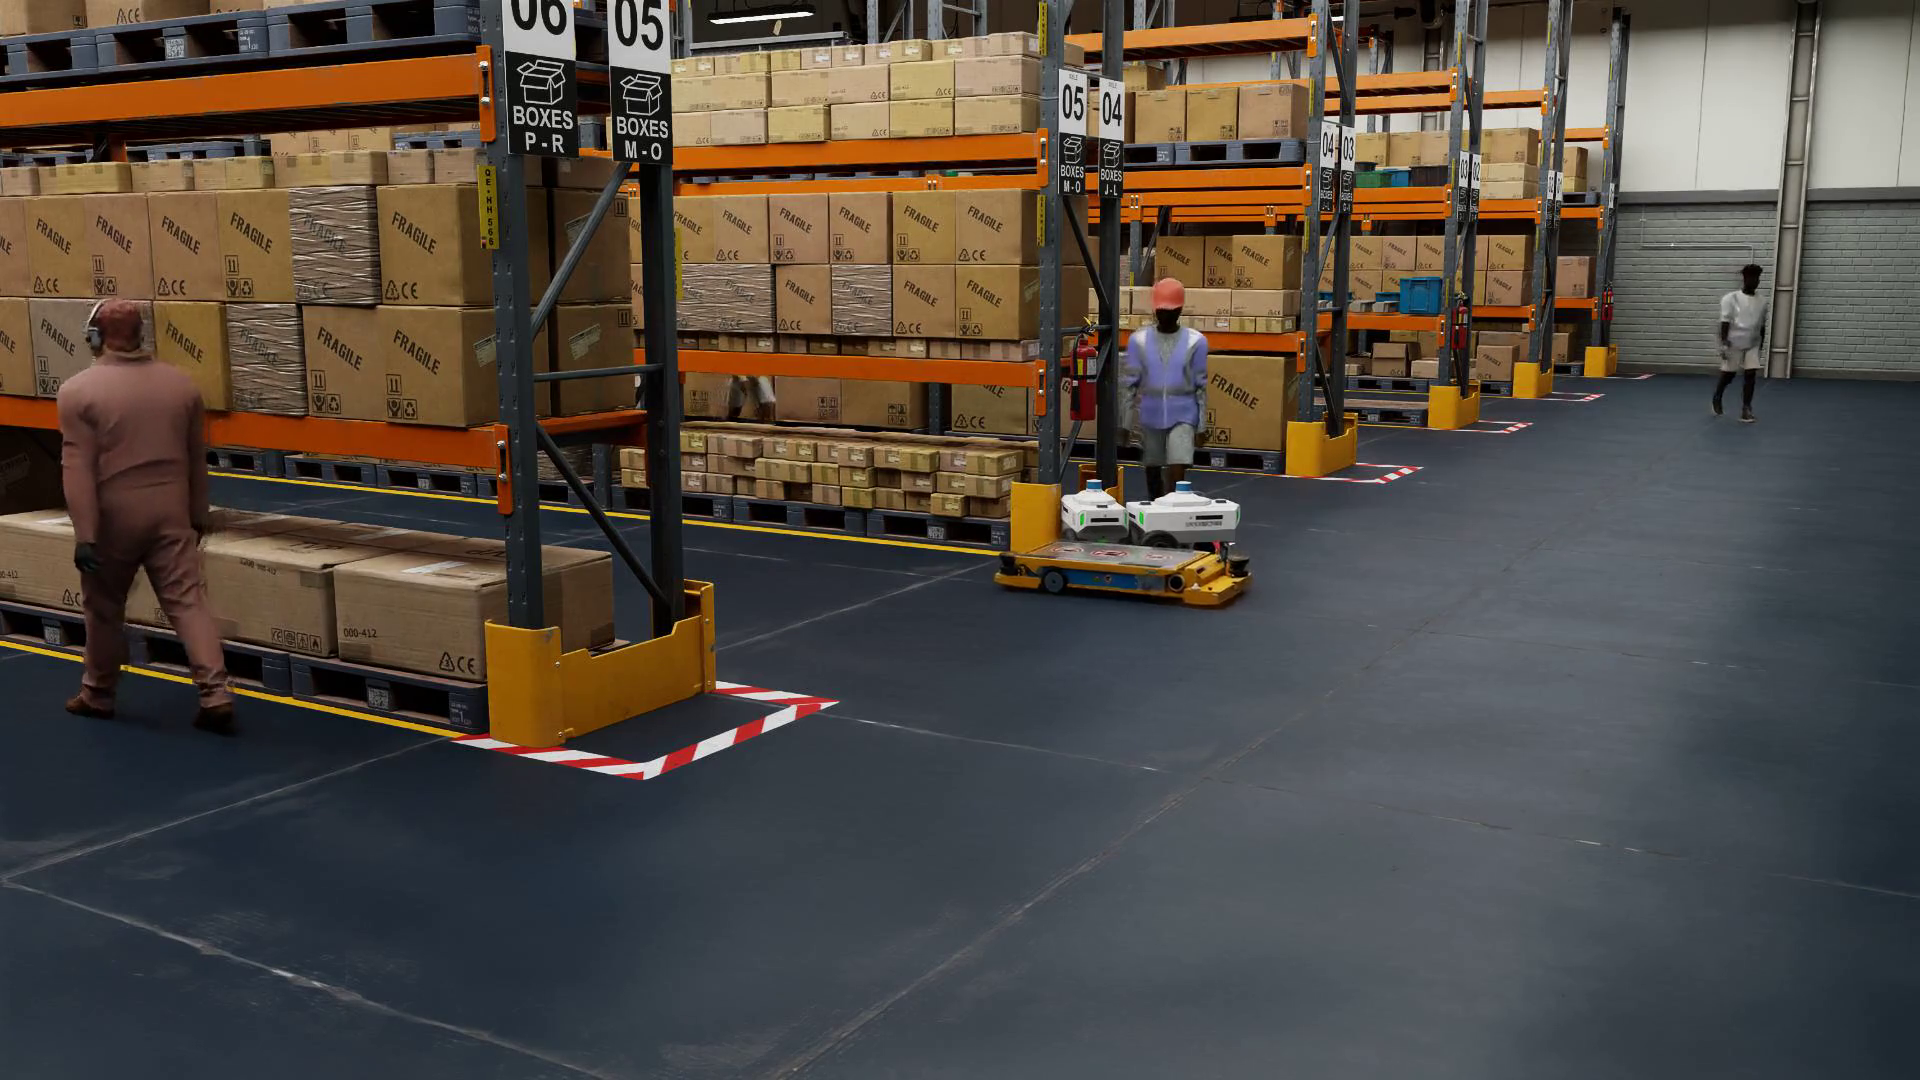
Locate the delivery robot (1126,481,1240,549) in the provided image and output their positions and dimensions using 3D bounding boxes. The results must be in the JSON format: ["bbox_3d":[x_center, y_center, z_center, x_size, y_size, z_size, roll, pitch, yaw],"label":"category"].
[{"bbox_3d":[1.459,-0.140,10.876,0.707,0.478,0.477,-2,10,-11],"label":"delivery robot"}]

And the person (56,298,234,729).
[{"bbox_3d":[-3.513,-0.102,7.127,0.988,1.862,0.670,6,12,33],"label":"person"}]

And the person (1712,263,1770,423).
[{"bbox_3d":[9.639,-2.437,20.546,0.617,1.948,0.792,0,10,1],"label":"person"}]

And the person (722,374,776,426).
[{"bbox_3d":[-1.998,-1.601,15.841,1.040,1.876,0.555,8,12,38],"label":"person"}]

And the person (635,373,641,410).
[{"bbox_3d":[-3.132,-1.414,15.471,0.318,1.629,0.508,3,10,14],"label":"person"}]

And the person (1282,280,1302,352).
[{"bbox_3d":[4.000,-2.207,19.742,0.387,1.750,0.540,5,11,28],"label":"person"}]

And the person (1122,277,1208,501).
[{"bbox_3d":[1.415,-0.835,11.329,0.568,1.898,0.860,3,10,15],"label":"person"}]

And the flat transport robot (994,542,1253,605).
[{"bbox_3d":[0.990,0.181,10.100,1.431,0.197,0.652,5,11,26],"label":"flat transport robot"}]

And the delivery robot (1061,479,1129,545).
[{"bbox_3d":[0.882,-0.156,10.966,0.477,0.478,0.707,-1,10,-7],"label":"delivery robot"}]
